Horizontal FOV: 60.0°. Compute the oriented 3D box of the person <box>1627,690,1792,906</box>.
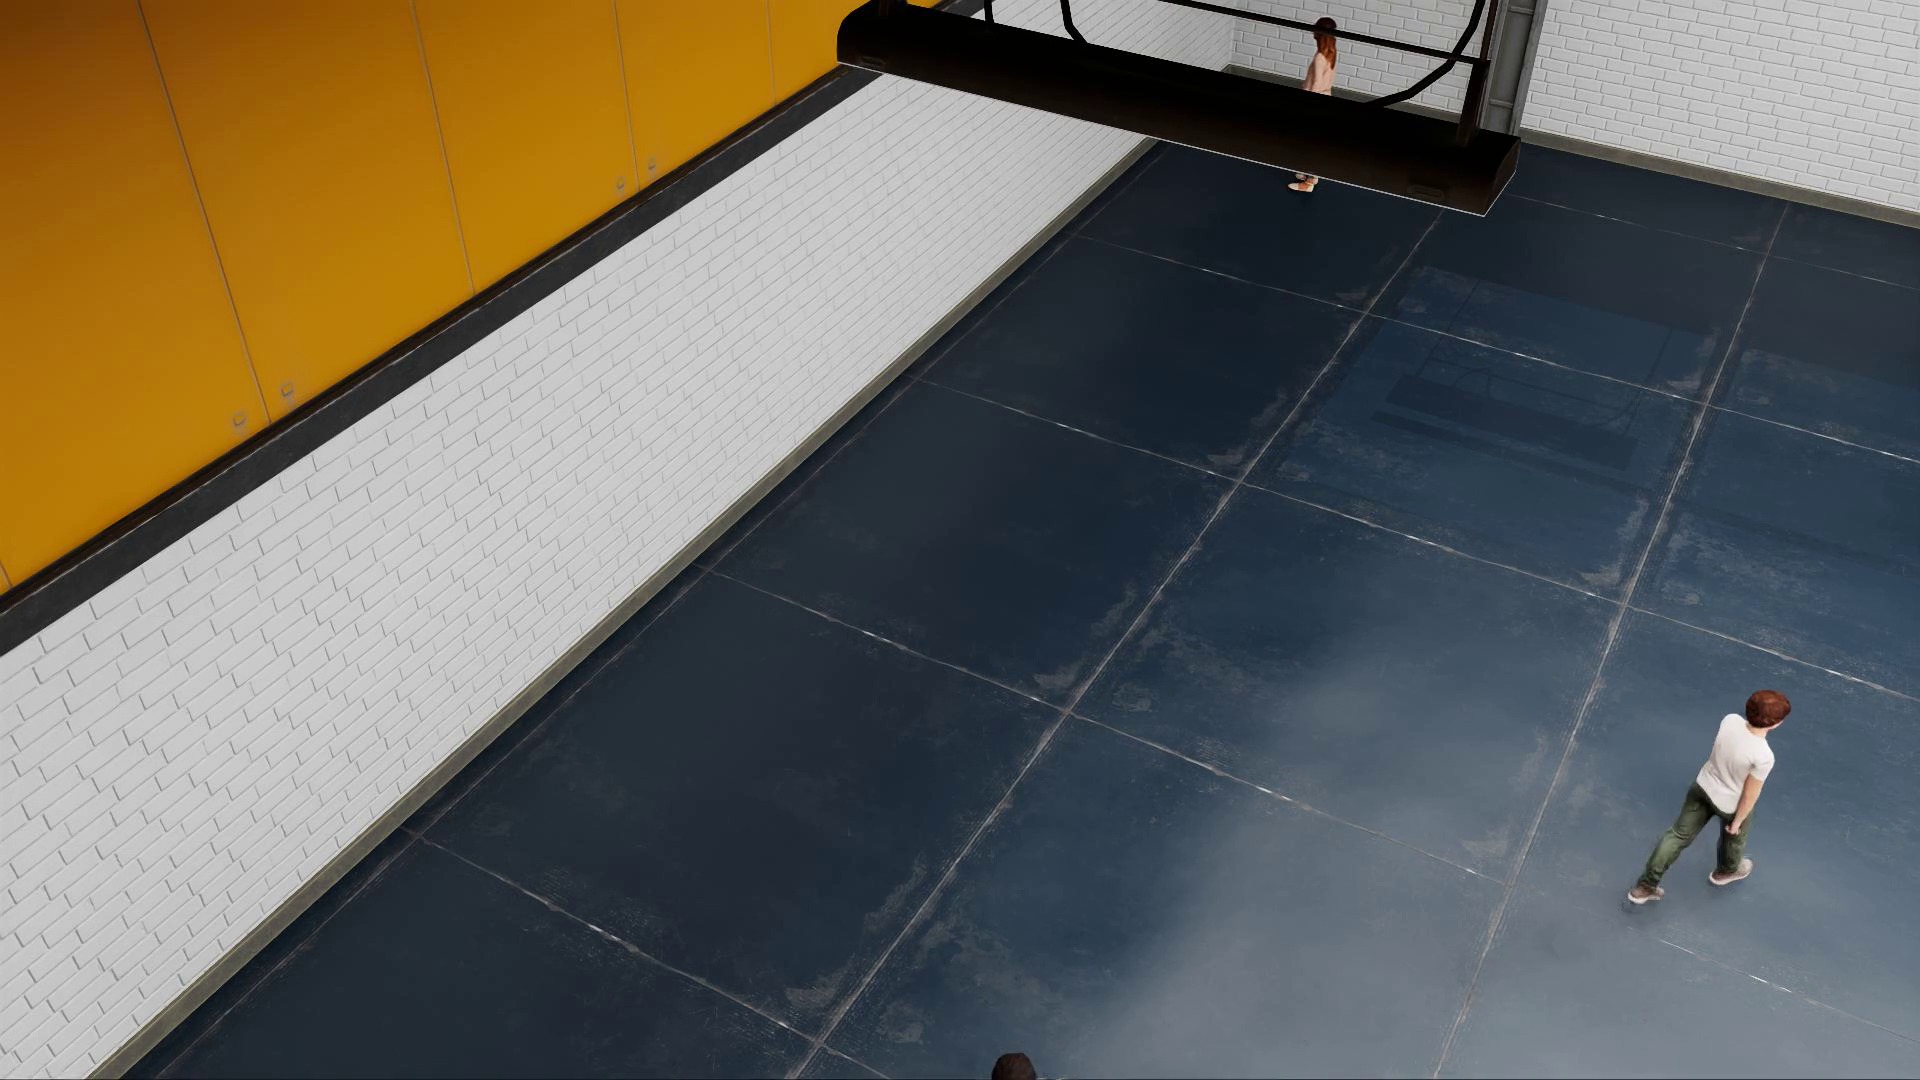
[{"bbox_3d":[4.266,1.495,9.480,1.058,1.618,1.125,-16,41,-19],"label":"person"}]

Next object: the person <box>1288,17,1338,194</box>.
[{"bbox_3d":[3.580,-4.361,16.673,0.521,1.792,0.591,18,42,21],"label":"person"}]
